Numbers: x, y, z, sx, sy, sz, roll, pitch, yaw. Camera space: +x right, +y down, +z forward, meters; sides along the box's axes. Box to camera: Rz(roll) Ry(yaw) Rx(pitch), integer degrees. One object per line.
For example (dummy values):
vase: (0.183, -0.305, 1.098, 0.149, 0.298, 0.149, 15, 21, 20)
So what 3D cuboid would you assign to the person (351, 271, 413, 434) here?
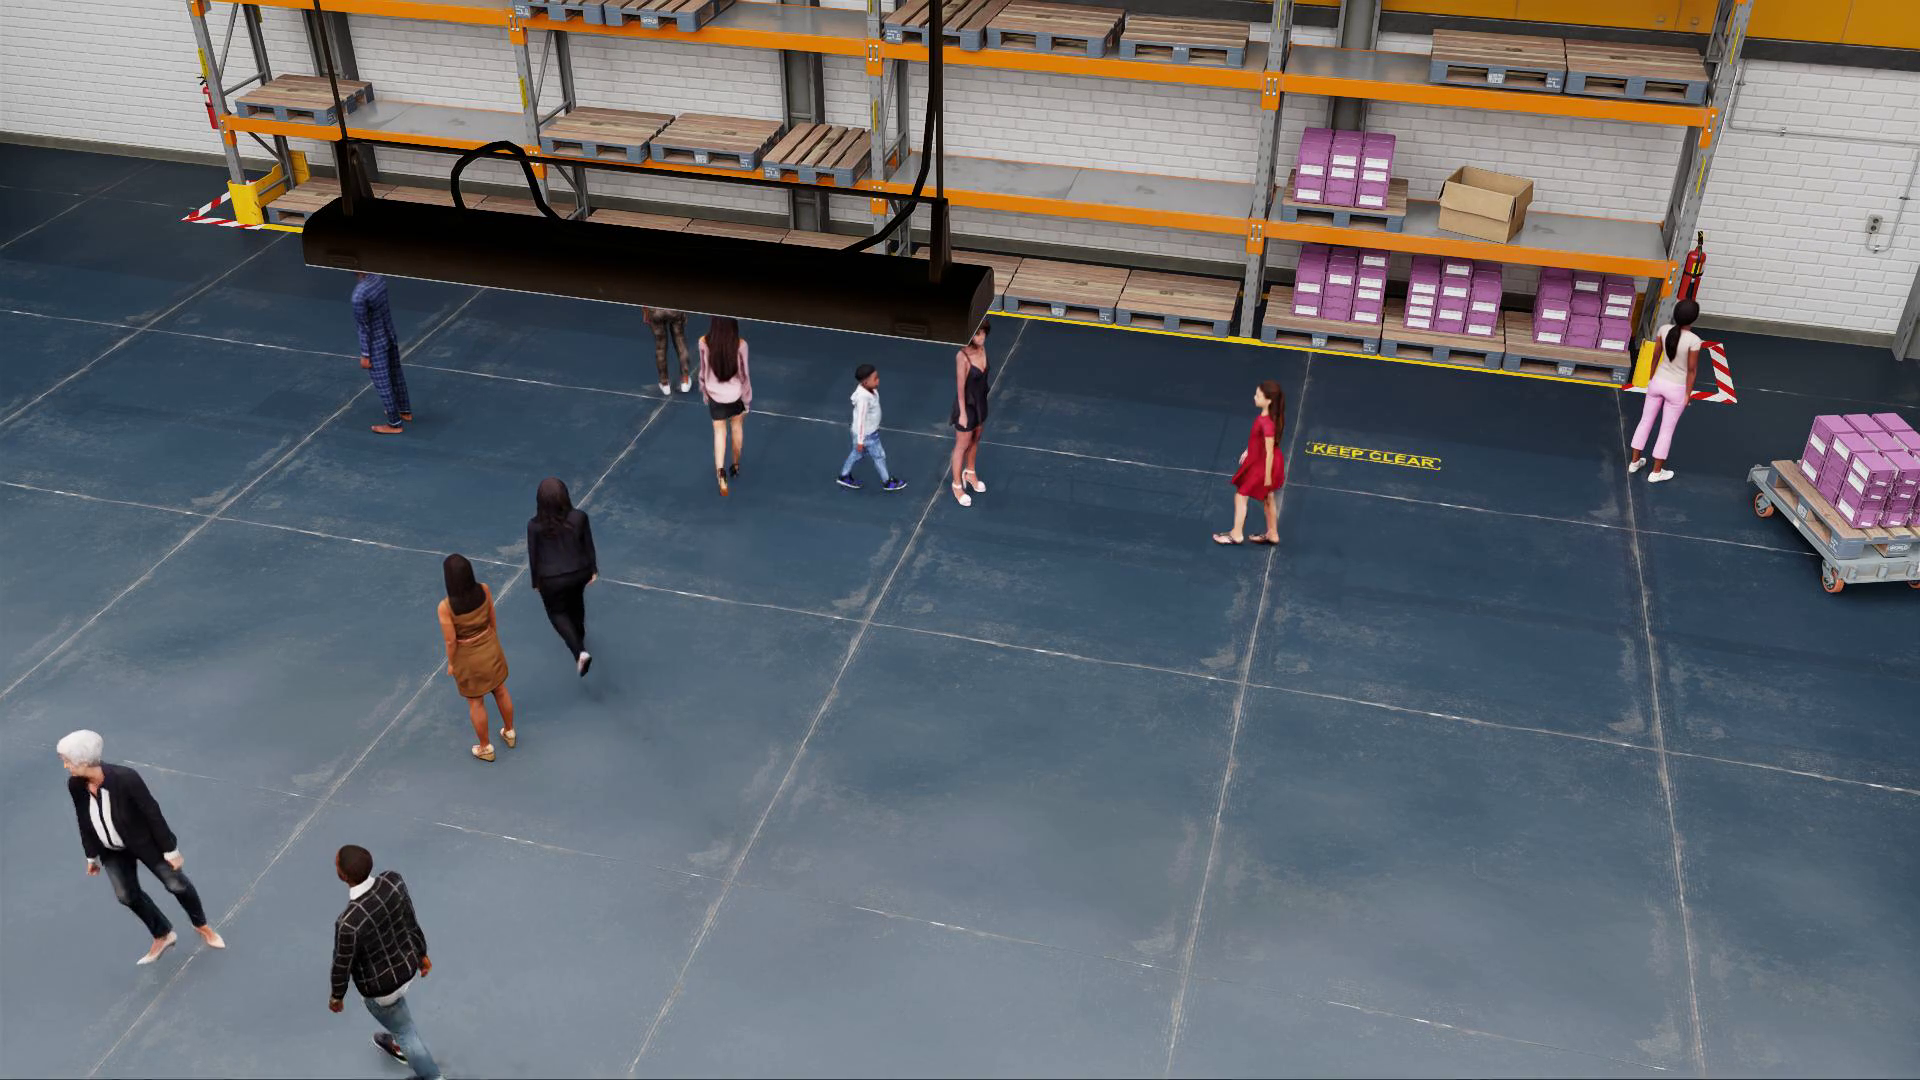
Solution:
person: (-5.377, -1.854, 15.386, 0.632, 1.820, 0.682, 5, 34, 7)

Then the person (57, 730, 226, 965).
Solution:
person: (-4.819, 1.826, 9.735, 0.713, 1.746, 0.820, -2, 34, -3)

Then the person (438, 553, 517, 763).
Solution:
person: (-3.344, 0.806, 11.501, 0.642, 1.690, 0.636, 26, 41, 33)

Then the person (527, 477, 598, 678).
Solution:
person: (-2.921, 0.297, 12.349, 0.982, 1.599, 1.066, -20, 38, -27)

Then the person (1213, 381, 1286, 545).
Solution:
person: (2.588, -0.622, 13.792, 0.766, 1.533, 0.549, 8, 34, 12)

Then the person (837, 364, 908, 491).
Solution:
person: (-0.879, -0.974, 14.593, 0.889, 1.232, 0.606, 3, 34, 5)

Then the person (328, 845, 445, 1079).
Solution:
person: (-3.026, 2.395, 9.014, 0.883, 1.797, 0.711, 11, 35, 16)

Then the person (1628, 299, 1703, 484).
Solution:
person: (6.246, -1.333, 14.674, 0.711, 1.742, 0.631, -22, 40, -30)

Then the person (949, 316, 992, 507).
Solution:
person: (0.089, -1.147, 14.351, 0.619, 1.788, 0.626, 18, 38, 25)

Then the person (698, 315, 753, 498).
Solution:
person: (-2.032, -1.153, 14.364, 1.019, 1.784, 0.855, 0, 34, 1)
